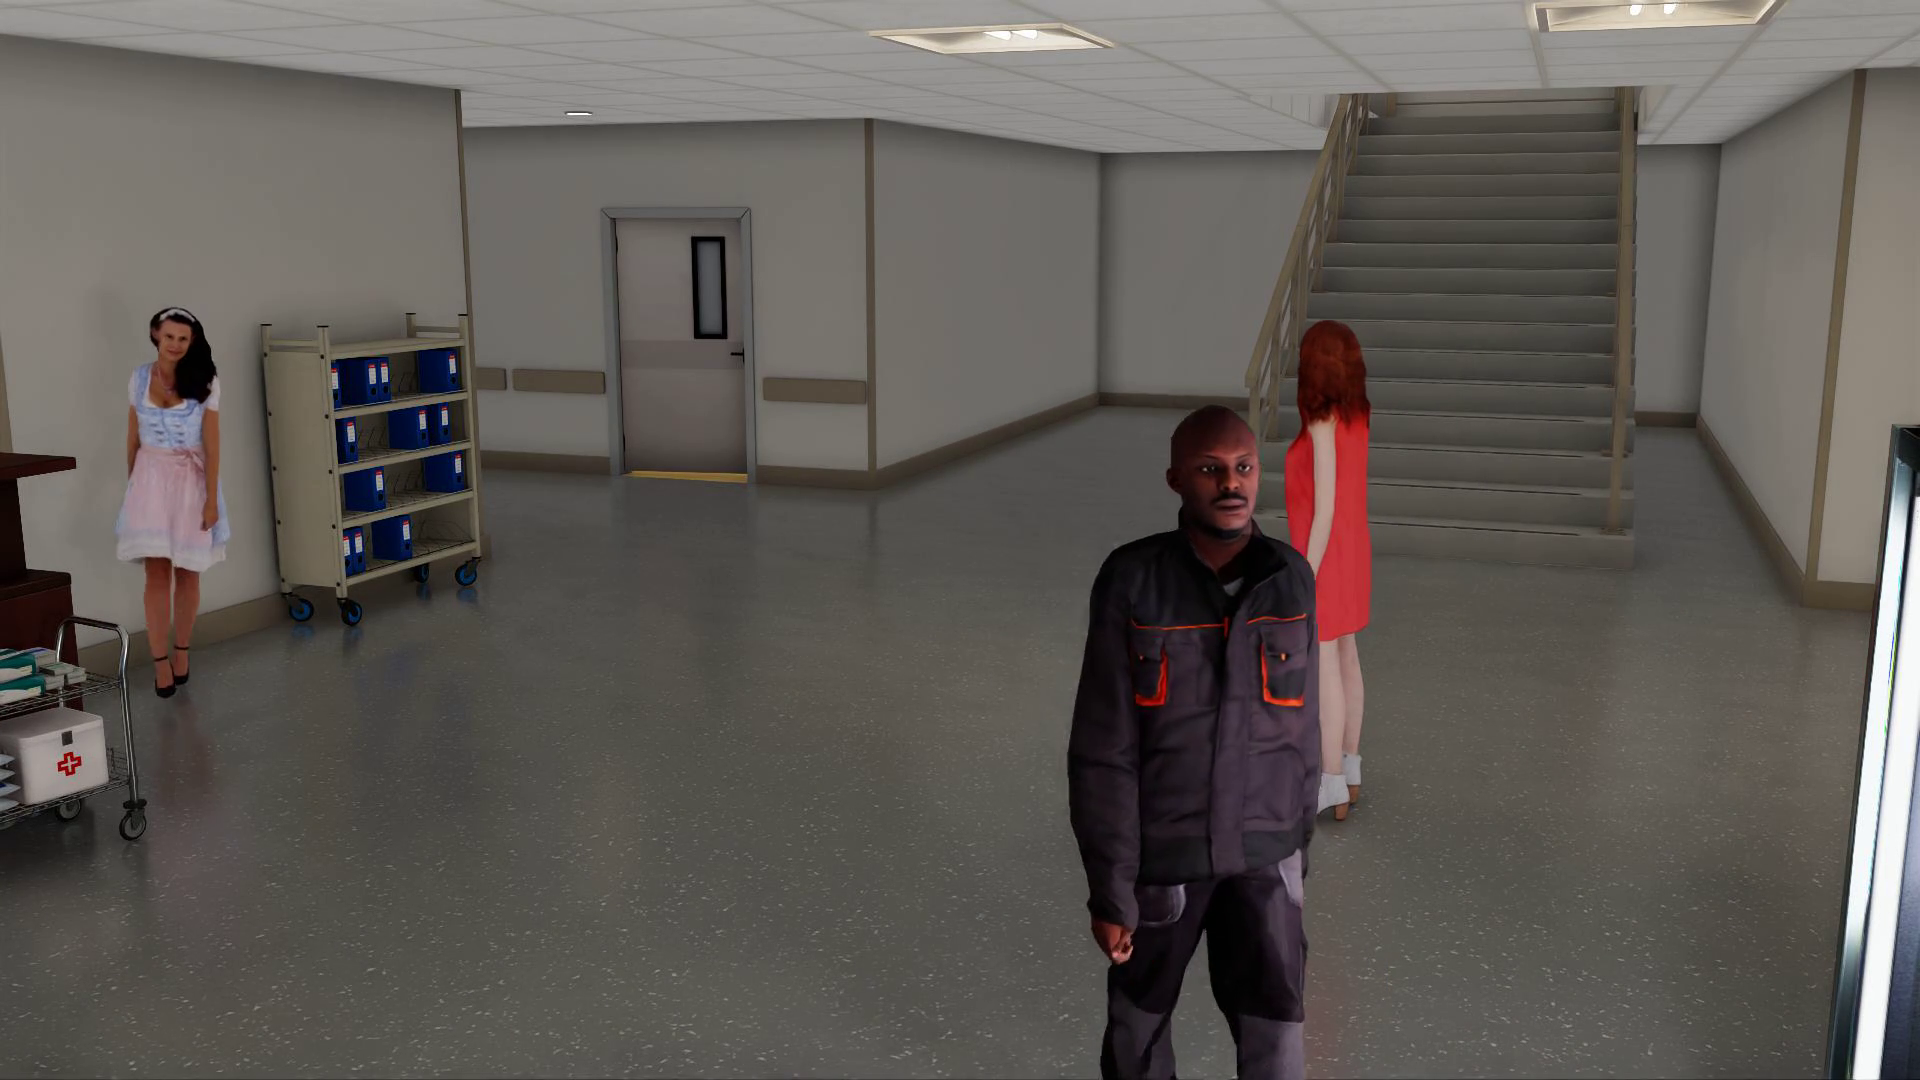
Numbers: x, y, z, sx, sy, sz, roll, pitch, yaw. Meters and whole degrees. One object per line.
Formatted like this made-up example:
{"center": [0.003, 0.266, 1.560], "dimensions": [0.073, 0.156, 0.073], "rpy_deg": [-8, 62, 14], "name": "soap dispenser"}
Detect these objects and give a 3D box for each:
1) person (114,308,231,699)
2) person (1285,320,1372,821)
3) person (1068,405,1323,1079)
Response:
{"center": [-3.621, -0.162, 7.678], "dimensions": [0.893, 1.771, 0.971], "rpy_deg": [-2, 11, -11], "name": "person"}
{"center": [1.362, 0.110, 6.098], "dimensions": [0.699, 1.825, 0.522], "rpy_deg": [6, 12, 30], "name": "person"}
{"center": [0.467, 0.619, 3.497], "dimensions": [1.065, 1.794, 1.262], "rpy_deg": [-2, 11, -9], "name": "person"}
